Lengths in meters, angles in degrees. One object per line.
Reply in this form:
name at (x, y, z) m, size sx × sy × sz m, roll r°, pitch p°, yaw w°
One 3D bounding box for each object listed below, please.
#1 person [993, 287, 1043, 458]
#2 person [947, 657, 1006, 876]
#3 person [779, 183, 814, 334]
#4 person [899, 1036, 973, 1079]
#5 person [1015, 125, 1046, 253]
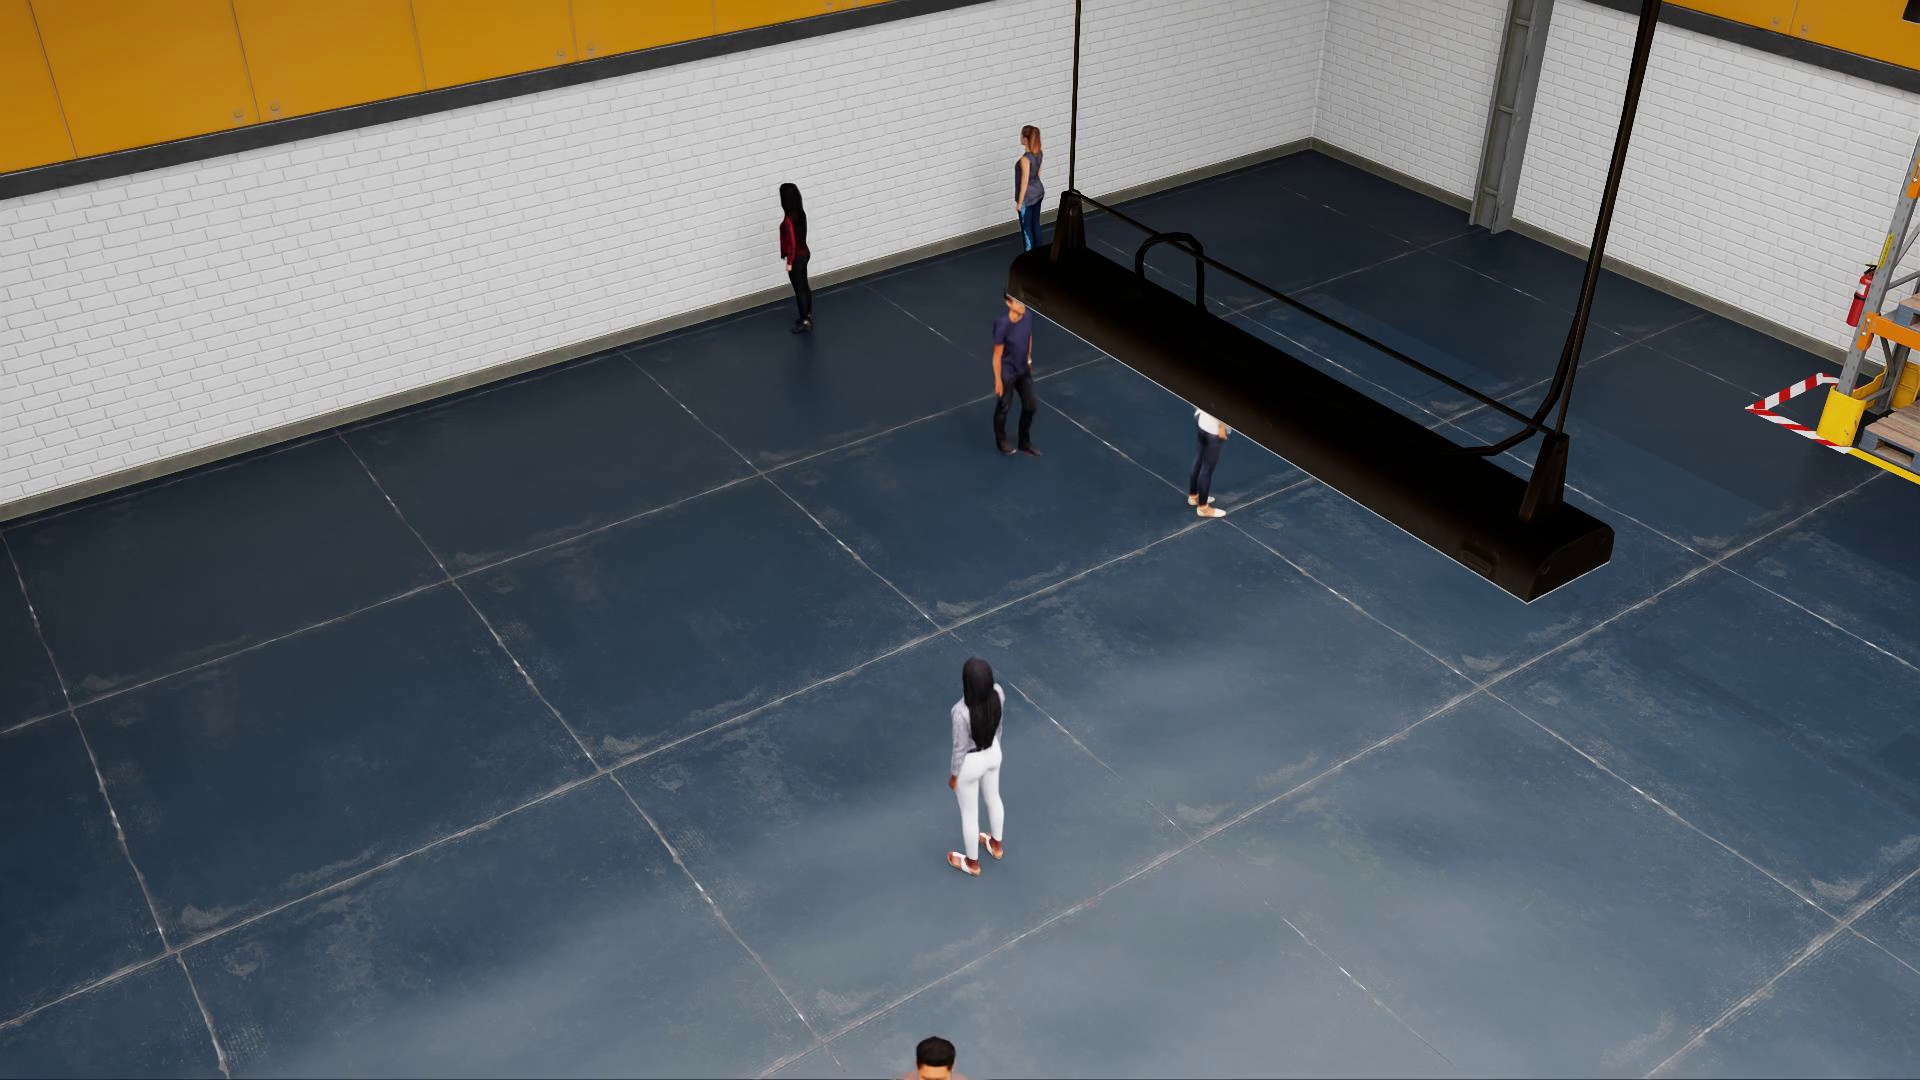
person at (0.426, -1.596, 15.392) m, size 0.715 × 1.772 × 0.753 m, roll -26°, pitch 41°, yaw -33°
person at (0.113, 1.459, 10.840) m, size 0.611 × 1.724 × 0.549 m, roll -27°, pitch 42°, yaw -34°
person at (-1.710, -2.986, 17.592) m, size 0.717 × 1.654 × 0.659 m, roll 6°, pitch 34°, yaw 9°
person at (-0.096, 3.067, 8.416) m, size 1.071 × 1.730 × 1.198 m, roll 2°, pitch 34°, yaw 2°
person at (0.789, -3.865, 18.851) m, size 0.648 × 1.722 × 0.639 m, roll 19°, pitch 38°, yaw 26°
